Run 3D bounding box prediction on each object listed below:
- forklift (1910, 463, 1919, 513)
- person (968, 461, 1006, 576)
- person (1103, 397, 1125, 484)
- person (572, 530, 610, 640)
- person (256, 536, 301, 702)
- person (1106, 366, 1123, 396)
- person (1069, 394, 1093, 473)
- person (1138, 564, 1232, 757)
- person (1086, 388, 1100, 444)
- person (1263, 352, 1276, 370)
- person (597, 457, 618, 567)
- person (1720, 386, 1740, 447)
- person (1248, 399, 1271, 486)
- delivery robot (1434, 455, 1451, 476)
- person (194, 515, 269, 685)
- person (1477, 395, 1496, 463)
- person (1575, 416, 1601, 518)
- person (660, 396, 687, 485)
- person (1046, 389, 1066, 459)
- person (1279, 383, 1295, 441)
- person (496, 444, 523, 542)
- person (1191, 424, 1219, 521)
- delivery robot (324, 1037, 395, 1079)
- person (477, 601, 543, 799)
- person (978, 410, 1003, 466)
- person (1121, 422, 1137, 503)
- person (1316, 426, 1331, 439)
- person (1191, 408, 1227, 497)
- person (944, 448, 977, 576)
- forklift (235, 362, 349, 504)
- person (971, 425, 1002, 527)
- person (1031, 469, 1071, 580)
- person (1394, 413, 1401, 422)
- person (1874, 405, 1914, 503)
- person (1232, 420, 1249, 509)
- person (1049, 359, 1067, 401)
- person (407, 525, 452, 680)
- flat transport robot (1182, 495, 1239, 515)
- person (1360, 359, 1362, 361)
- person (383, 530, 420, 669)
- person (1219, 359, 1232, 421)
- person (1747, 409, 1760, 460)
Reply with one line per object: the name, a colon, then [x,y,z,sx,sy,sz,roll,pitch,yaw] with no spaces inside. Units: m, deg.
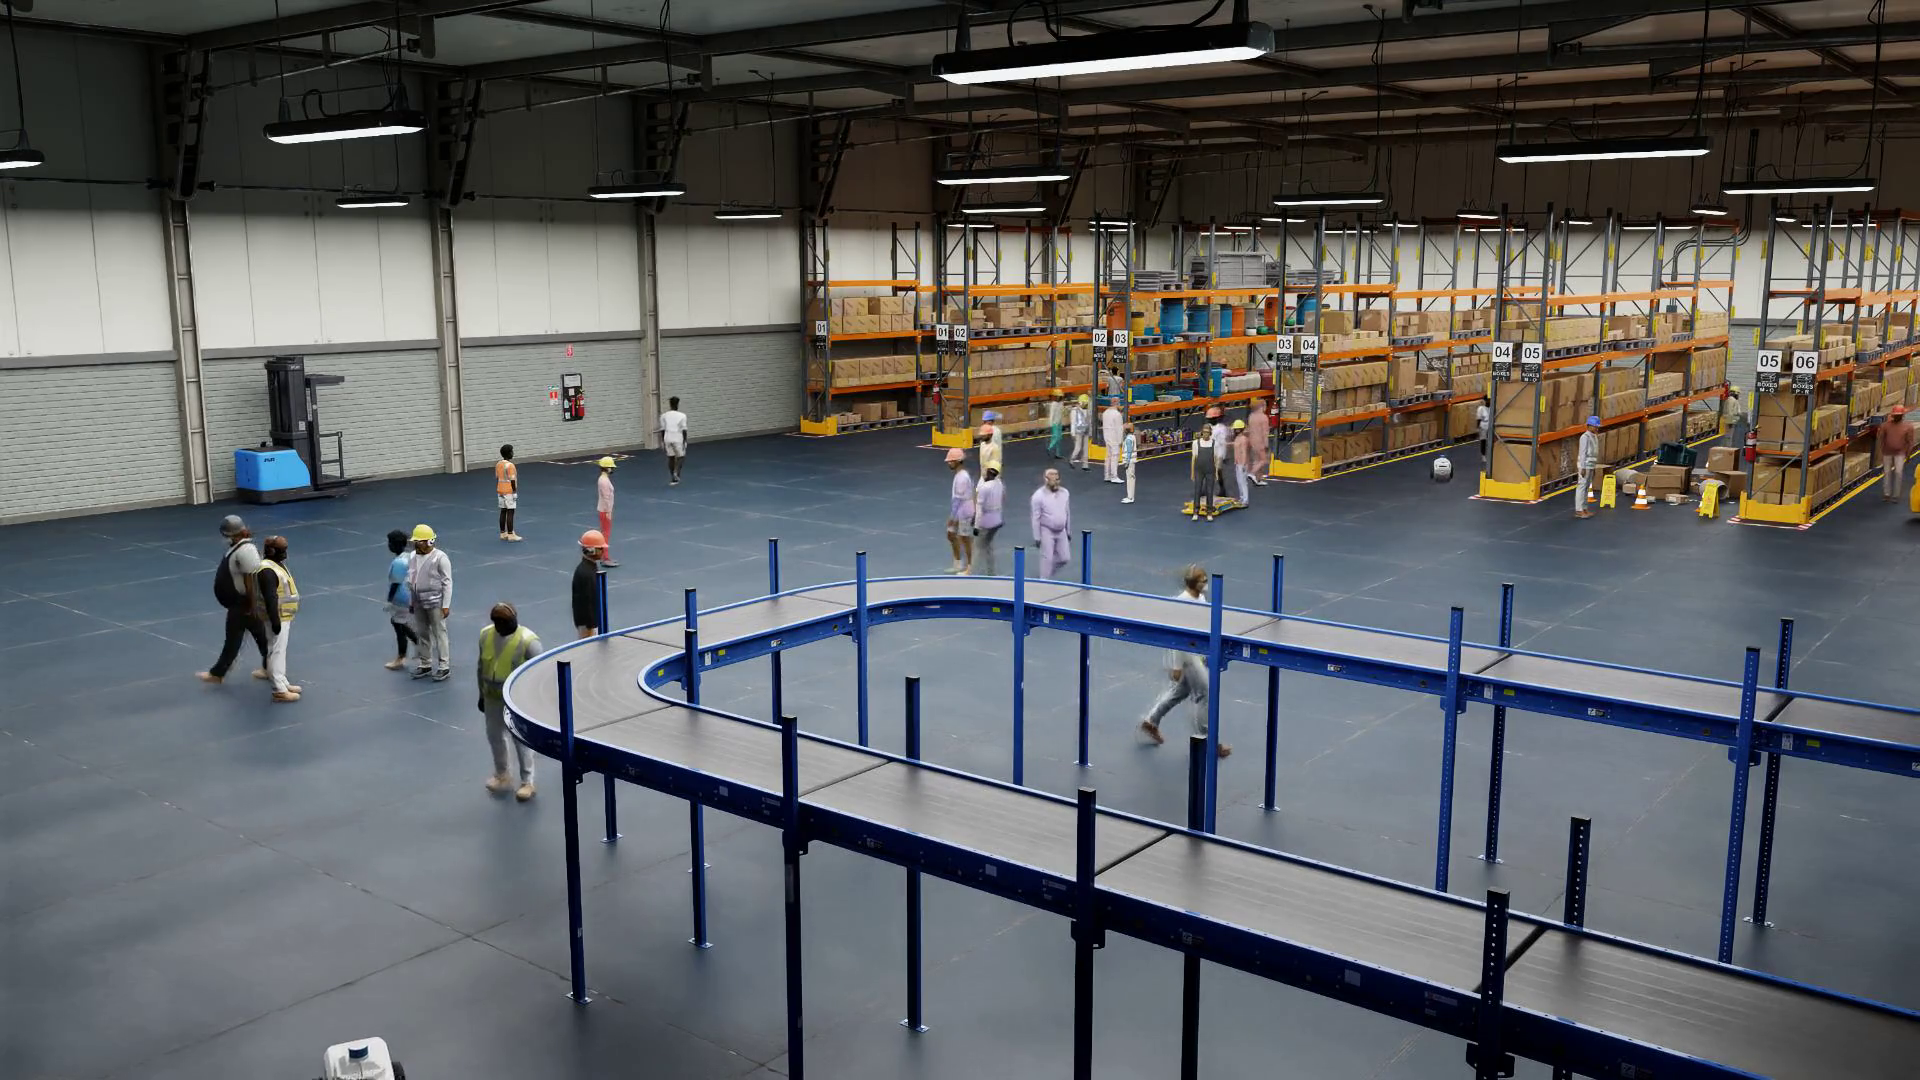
forklift: [19.034,-1.348,28.998,2.313,2.155,1.214,8,13,37]
person: [0.377,-0.246,23.612,0.452,1.871,0.720,7,12,36]
person: [3.417,-2.214,34.568,0.403,1.904,0.651,-5,11,-25]
person: [-3.973,0.882,16.938,0.429,1.982,0.636,-2,10,-9]
person: [-7.591,0.862,17.449,0.430,1.838,0.620,-3,11,-16]
person: [4.483,-4.113,45.355,0.514,1.872,0.328,2,10,10]
person: [2.827,-2.476,36.260,0.637,1.822,0.431,-9,14,-42]
person: [2.232,1.163,15.574,0.959,1.908,0.640,4,11,22]
person: [3.419,-3.175,40.807,0.522,1.614,0.770,4,11,20]
person: [10.385,-5.384,52.580,0.518,1.853,0.632,5,11,25]
person: [-5.648,-0.461,25.093,0.330,1.765,0.533,-3,11,-16]
person: [19.167,-2.920,38.911,0.407,1.778,0.689,4,11,22]
person: [6.503,-2.107,33.976,0.460,1.894,0.665,-4,11,-20]
delivery robot: [10.835,-1.666,35.135,0.477,0.478,0.707,3,10,15]
person: [-8.404,0.670,18.067,0.997,2.000,0.737,-5,11,-28]
person: [12.777,-2.678,37.833,0.542,1.662,0.782,1,10,8]
person: [12.007,-1.407,29.908,0.402,1.944,0.605,8,13,38]
person: [-6.256,-2.179,34.255,0.605,1.951,0.438,2,10,8]
person: [2.431,-2.878,38.732,0.377,1.751,0.540,6,12,31]
person: [8.959,-3.663,42.627,0.545,1.938,0.361,7,12,35]
person: [-7.902,-0.828,27.350,0.317,1.695,0.540,-10,14,-44]
person: [4.609,-1.272,29.434,0.517,1.842,0.326,1,10,7]
delivery robot: [-3.330,3.032,8.695,0.477,0.478,0.707,-5,11,-25]
person: [-4.094,1.434,14.277,0.719,1.822,0.502,3,11,17]
person: [0.593,-1.621,31.183,0.552,1.927,0.607,-5,11,-24]
person: [3.431,-1.568,31.677,0.309,1.640,0.513,2,10,12]
person: [9.712,-3.575,42.187,0.640,1.922,0.633,-9,14,-42]
person: [5.121,-1.754,32.027,1.022,1.878,0.566,-5,11,-27]
person: [-0.032,-0.411,24.113,0.662,2.016,0.642,-1,10,-4]
forklift: [-13.803,-2.244,32.110,1.129,2.768,1.873,8,13,37]
person: [0.417,-1.146,28.566,0.930,1.896,0.570,-7,12,-34]
person: [1.333,-0.098,22.697,0.668,1.889,0.448,-6,12,-32]
person: [12.651,-3.955,45.144,0.385,1.620,0.527,-9,13,-41]
person: [18.935,-1.747,31.755,0.627,1.991,0.564,8,13,40]
person: [5.549,-1.509,31.036,0.381,1.755,0.537,-1,10,-4]
person: [2.996,-4.534,47.577,0.609,1.914,0.416,7,12,34]
person: [-6.207,0.721,18.248,0.601,1.830,0.404,5,11,24]
flat transport robot: [4.920,-0.684,30.673,0.652,0.197,1.431,6,12,30]
person: [13.843,-5.578,53.300,0.617,1.970,0.760,-4,11,-22]
person: [-6.719,0.704,18.761,0.433,1.687,0.552,-3,10,-15]
person: [8.144,-4.627,48.200,0.568,1.885,0.985,5,11,25]
person: [19.867,-2.937,38.775,0.623,1.873,0.561,10,14,44]
